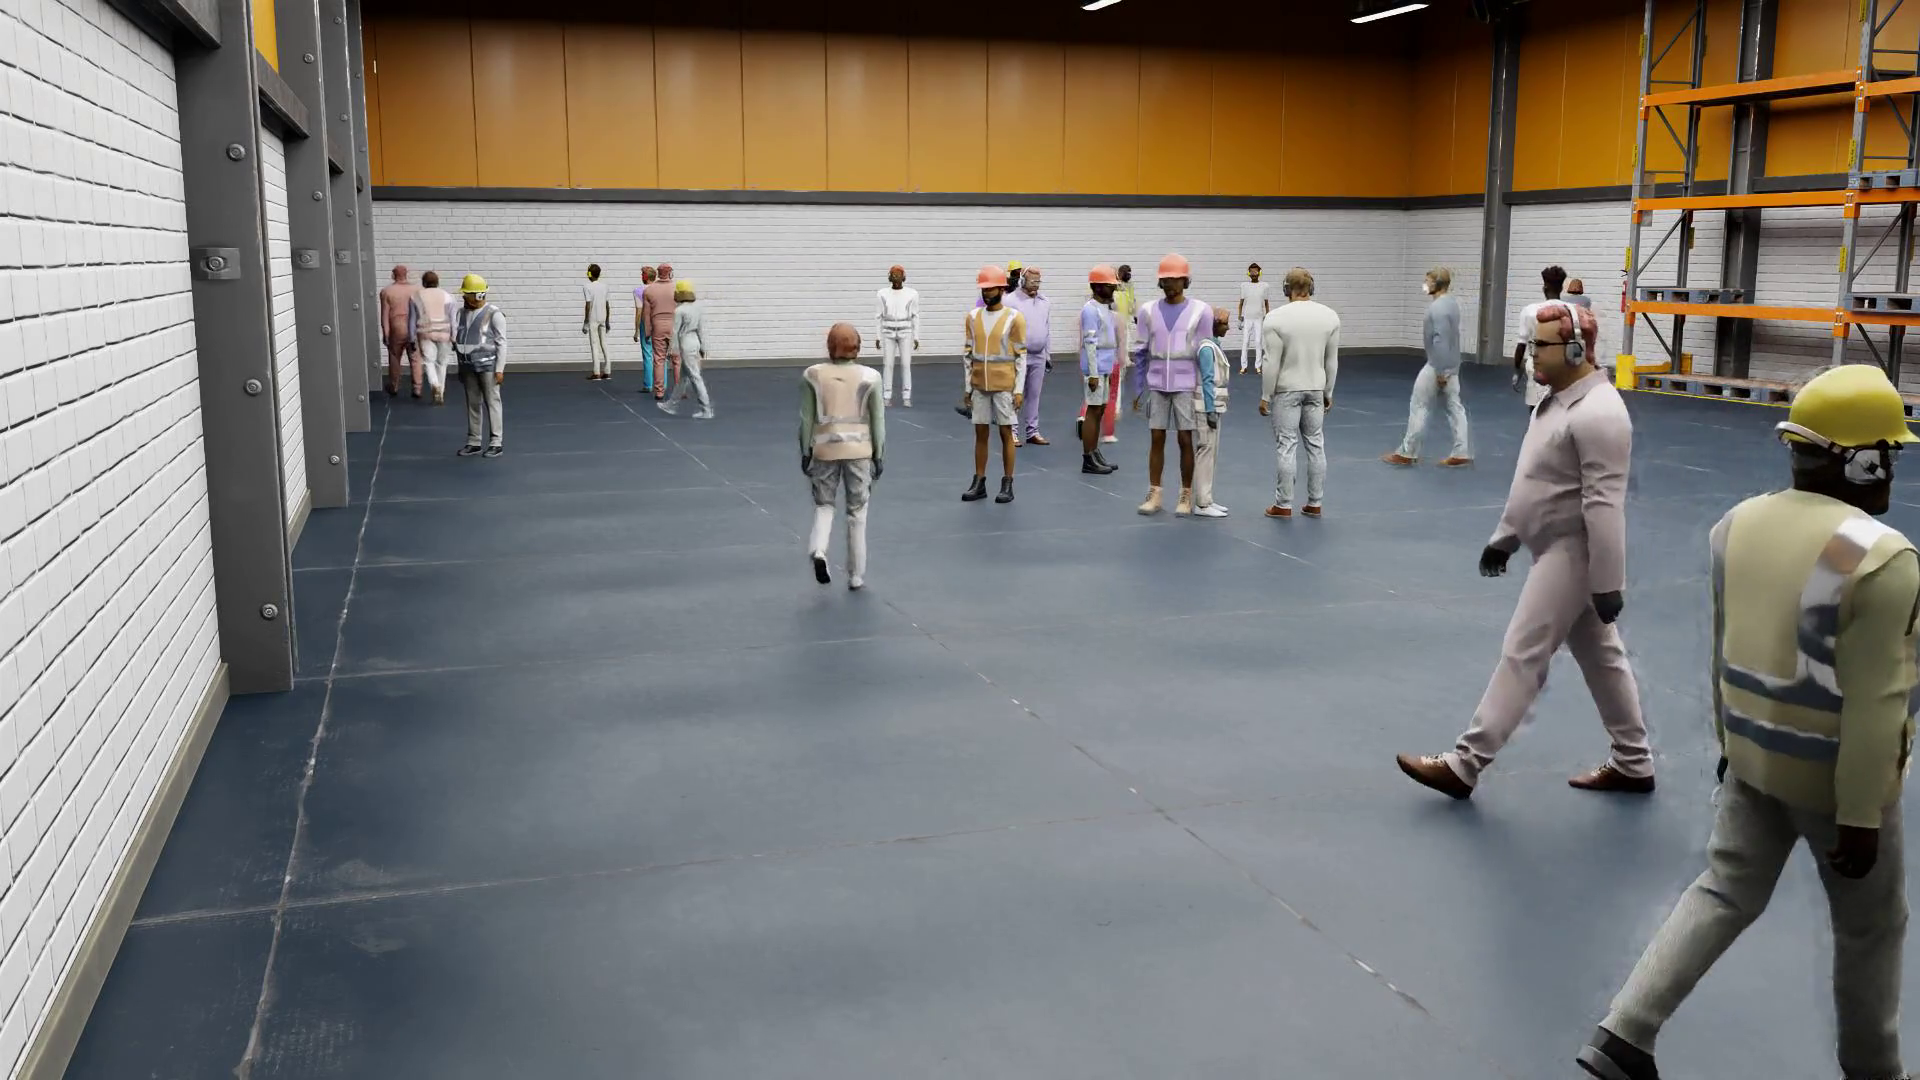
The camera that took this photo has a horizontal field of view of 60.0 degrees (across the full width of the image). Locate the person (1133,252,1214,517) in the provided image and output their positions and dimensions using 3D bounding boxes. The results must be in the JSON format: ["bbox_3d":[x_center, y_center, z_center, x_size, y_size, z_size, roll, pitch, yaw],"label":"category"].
[{"bbox_3d":[1.639,-1.192,12.880,0.616,2.040,0.389,4,11,23],"label":"person"}]

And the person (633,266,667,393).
[{"bbox_3d":[-4.503,-3.064,24.287,0.583,1.842,0.386,-9,13,-42],"label":"person"}]

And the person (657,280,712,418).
[{"bbox_3d":[-3.451,-2.370,20.670,0.887,1.691,0.510,4,11,23],"label":"person"}]

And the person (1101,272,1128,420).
[{"bbox_3d":[1.780,-2.366,20.302,0.504,1.826,0.659,6,12,32],"label":"person"}]

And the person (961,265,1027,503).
[{"bbox_3d":[0.271,-1.269,13.627,0.546,1.939,0.375,5,11,27],"label":"person"}]

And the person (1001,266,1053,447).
[{"bbox_3d":[0.722,-1.937,17.605,0.637,1.903,0.404,-7,12,-34],"label":"person"}]

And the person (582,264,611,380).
[{"bbox_3d":[-5.856,-3.504,26.779,0.309,1.864,0.535,8,12,38],"label":"person"}]

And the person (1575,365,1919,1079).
[{"bbox_3d":[1.894,0.494,3.830,0.873,1.803,0.600,-2,10,-13],"label":"person"}]

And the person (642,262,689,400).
[{"bbox_3d":[-4.072,-2.896,23.132,0.639,1.911,0.402,0,10,-2],"label":"person"}]

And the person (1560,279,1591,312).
[{"bbox_3d":[9.717,-3.308,26.330,0.511,1.637,0.296,4,10,20],"label":"person"}]

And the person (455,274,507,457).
[{"bbox_3d":[-4.818,-1.741,16.678,0.591,1.829,0.404,5,11,26],"label":"person"}]

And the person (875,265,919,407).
[{"bbox_3d":[-0.838,-2.701,22.068,0.583,1.883,0.337,1,10,3],"label":"person"}]

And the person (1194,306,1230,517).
[{"bbox_3d":[1.955,-0.999,12.950,0.332,1.631,0.516,3,10,15],"label":"person"}]

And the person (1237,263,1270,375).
[{"bbox_3d":[4.936,-3.711,27.965,0.532,1.869,0.311,2,10,11],"label":"person"}]

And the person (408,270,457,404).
[{"bbox_3d":[-7.109,-2.732,22.479,0.633,1.817,0.820,-5,11,-26],"label":"person"}]

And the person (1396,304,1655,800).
[{"bbox_3d":[2.176,0.061,6.185,1.004,1.854,0.662,2,10,10],"label":"person"}]

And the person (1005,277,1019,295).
[{"bbox_3d":[0.771,-3.125,25.097,0.367,1.680,0.554,-1,10,-5],"label":"person"}]

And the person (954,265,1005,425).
[{"bbox_3d":[0.279,-2.324,19.875,0.962,1.891,0.549,6,12,33],"label":"person"}]

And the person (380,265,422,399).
[{"bbox_3d":[-7.891,-2.943,23.558,0.659,1.856,0.954,-6,11,-30],"label":"person"}]

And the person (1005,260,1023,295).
[{"bbox_3d":[0.940,-3.706,27.771,0.368,1.926,0.587,8,13,40],"label":"person"}]

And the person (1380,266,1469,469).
[{"bbox_3d":[4.444,-1.627,15.767,0.920,1.904,0.628,5,11,28],"label":"person"}]

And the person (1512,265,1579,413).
[{"bbox_3d":[5.494,-1.588,15.494,0.612,1.936,0.925,1,10,4],"label":"person"}]

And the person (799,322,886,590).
[{"bbox_3d":[-0.714,-0.491,10.020,0.521,1.628,0.427,1,10,5],"label":"person"}]

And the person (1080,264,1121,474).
[{"bbox_3d":[1.305,-1.583,15.447,0.357,1.937,0.551,3,10,18],"label":"person"}]

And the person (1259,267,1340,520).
[{"bbox_3d":[2.584,-1.113,12.740,0.627,1.934,0.371,-3,10,-15],"label":"person"}]

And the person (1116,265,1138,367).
[{"bbox_3d":[2.994,-4.009,29.834,0.757,1.819,0.631,7,12,33],"label":"person"}]

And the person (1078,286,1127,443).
[{"bbox_3d":[1.502,-1.889,17.778,0.530,1.755,0.502,6,11,30],"label":"person"}]
